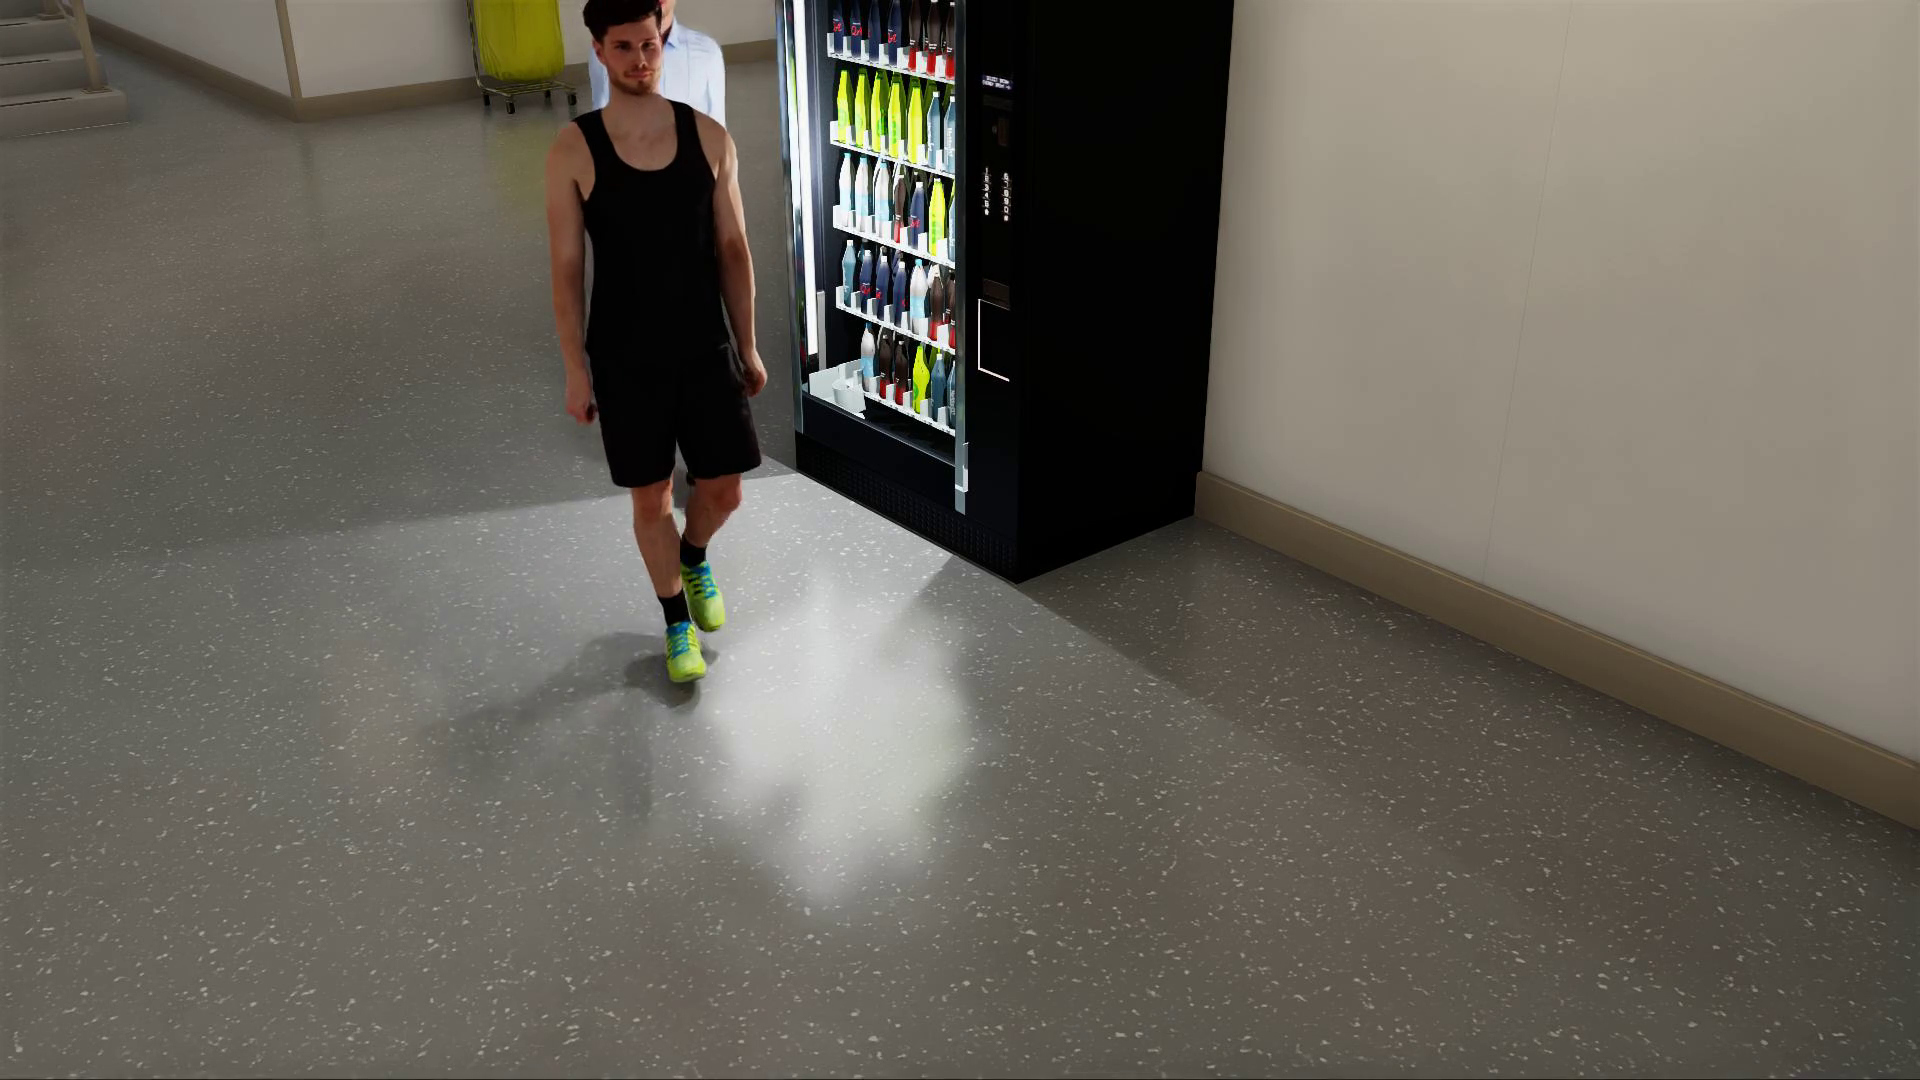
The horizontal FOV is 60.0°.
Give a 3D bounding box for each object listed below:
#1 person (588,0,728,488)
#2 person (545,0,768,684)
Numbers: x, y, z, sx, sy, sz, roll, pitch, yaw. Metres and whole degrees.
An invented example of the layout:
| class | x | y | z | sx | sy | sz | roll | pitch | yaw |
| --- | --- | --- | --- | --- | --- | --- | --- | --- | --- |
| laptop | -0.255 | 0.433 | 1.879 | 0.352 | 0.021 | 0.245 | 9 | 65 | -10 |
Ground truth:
| class | x | y | z | sx | sy | sz | roll | pitch | yaw |
| --- | --- | --- | --- | --- | --- | --- | --- | --- | --- |
| person | -1.056 | -1.168 | 5.893 | 1.071 | 1.815 | 1.301 | -4 | 26 | -8 |
| person | -0.818 | -0.539 | 4.507 | 0.837 | 1.884 | 0.862 | -8 | 27 | -17 |
